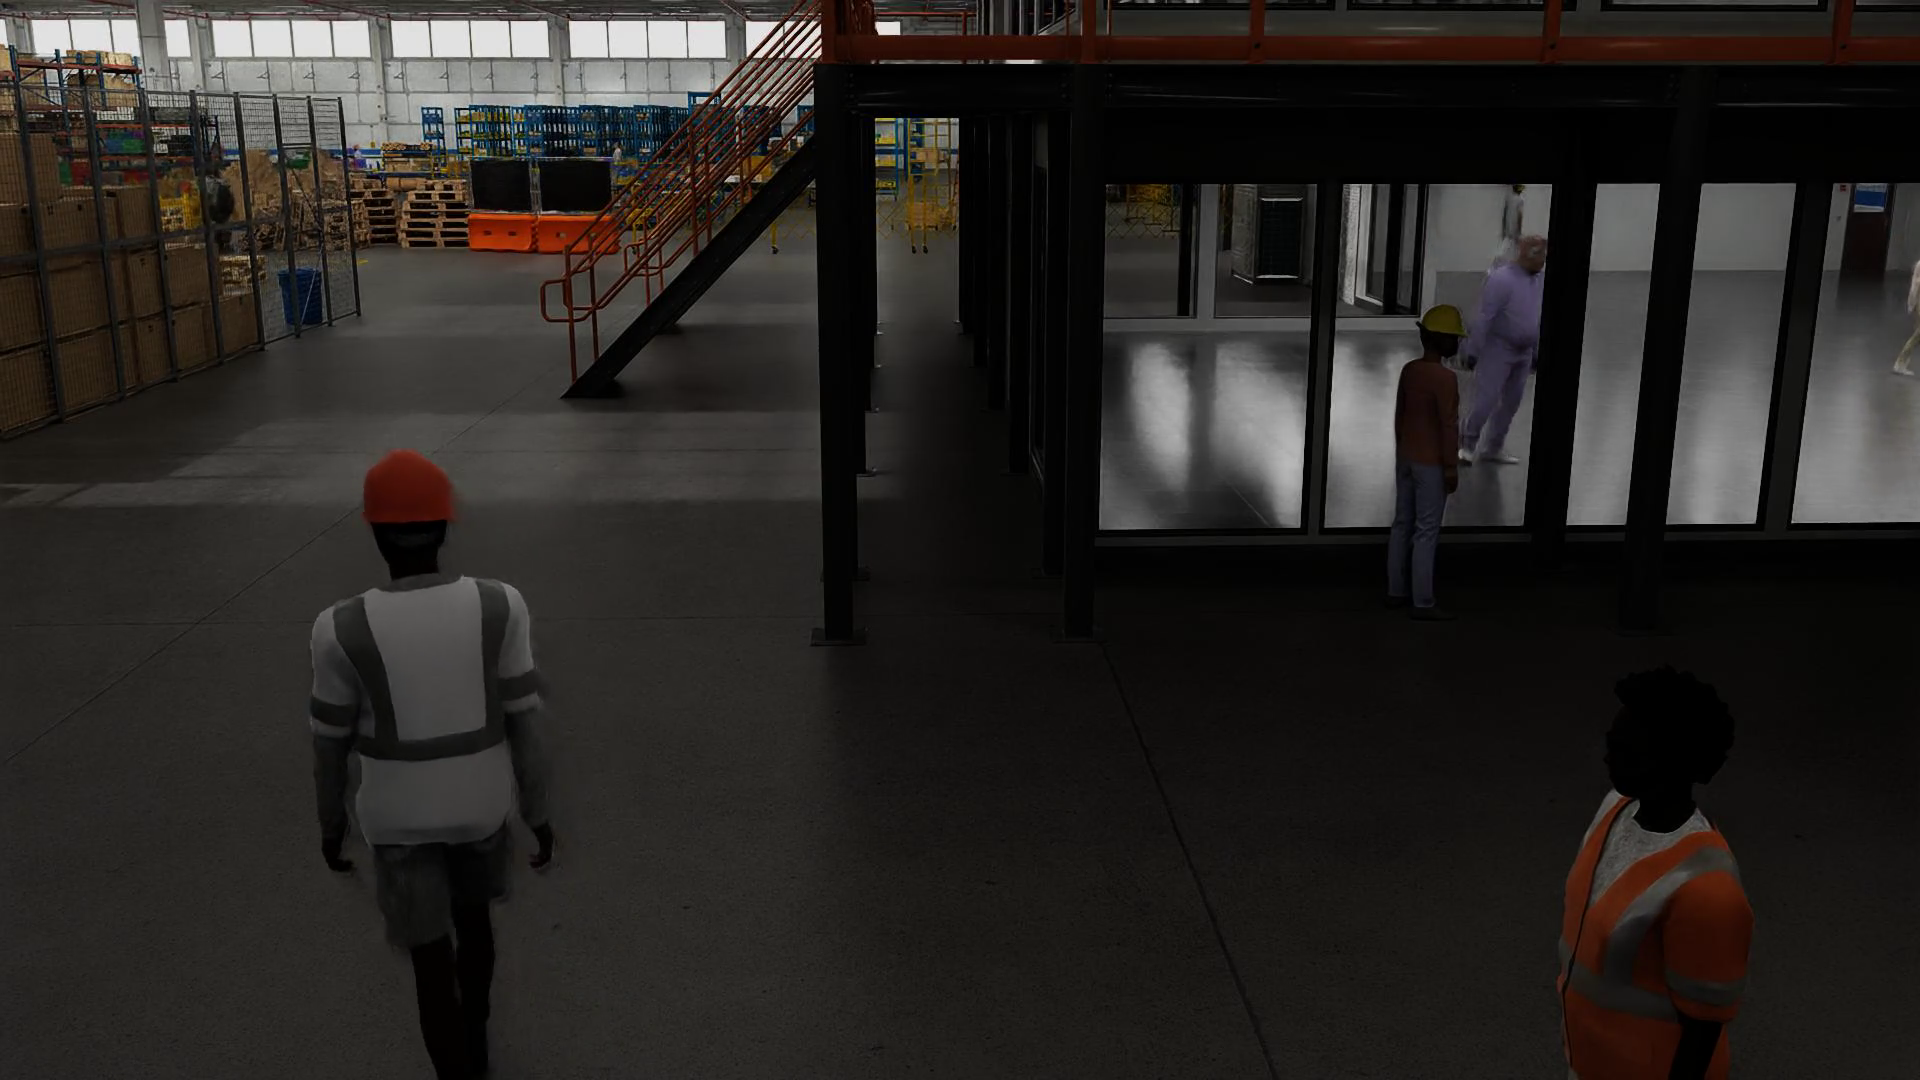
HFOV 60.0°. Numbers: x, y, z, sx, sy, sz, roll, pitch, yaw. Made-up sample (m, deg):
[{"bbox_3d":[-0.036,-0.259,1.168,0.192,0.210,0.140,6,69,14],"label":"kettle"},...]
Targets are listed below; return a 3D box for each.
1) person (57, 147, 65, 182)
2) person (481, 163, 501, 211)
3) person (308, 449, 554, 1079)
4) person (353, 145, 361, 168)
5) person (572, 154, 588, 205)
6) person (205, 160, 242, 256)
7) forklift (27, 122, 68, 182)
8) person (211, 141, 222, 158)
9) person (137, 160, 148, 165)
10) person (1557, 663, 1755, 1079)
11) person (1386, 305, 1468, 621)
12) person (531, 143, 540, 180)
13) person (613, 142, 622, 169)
[{"bbox_3d":[-33.516,-13.628,61.805,0.611,1.905,0.985,6,15,23],"label":"person"},{"bbox_3d":[-12.720,-9.357,45.123,0.543,1.743,0.889,13,19,42],"label":"person"},{"bbox_3d":[-1.463,0.689,4.546,0.577,1.904,0.859,-8,16,-28],"label":"person"},{"bbox_3d":[-30.112,-18.813,82.848,0.683,1.727,0.583,-11,18,-37],"label":"person"},{"bbox_3d":[-11.965,-11.288,52.596,0.961,1.817,0.551,4,15,15],"label":"person"},{"bbox_3d":[-14.992,-6.750,34.015,0.846,2.000,0.700,2,14,8],"label":"person"},{"bbox_3d":[-35.376,-14.773,64.377,1.129,2.768,1.873,-1,14,-2],"label":"forklift"},{"bbox_3d":[-39.514,-20.254,88.381,1.010,1.852,0.660,11,18,37],"label":"person"},{"bbox_3d":[-36.617,-16.811,74.736,0.874,1.787,0.590,0,14,2],"label":"person"},{"bbox_3d":[1.390,1.075,3.438,0.318,1.697,0.535,-1,14,-3],"label":"person"},{"bbox_3d":[2.626,-0.431,9.325,0.329,1.763,0.523,-4,15,-16],"label":"person"},{"bbox_3d":[-21.384,-18.938,83.200,0.823,1.814,0.570,-5,15,-19],"label":"person"},{"bbox_3d":[-15.783,-17.335,76.592,0.410,1.909,0.643,-1,14,-3],"label":"person"}]
